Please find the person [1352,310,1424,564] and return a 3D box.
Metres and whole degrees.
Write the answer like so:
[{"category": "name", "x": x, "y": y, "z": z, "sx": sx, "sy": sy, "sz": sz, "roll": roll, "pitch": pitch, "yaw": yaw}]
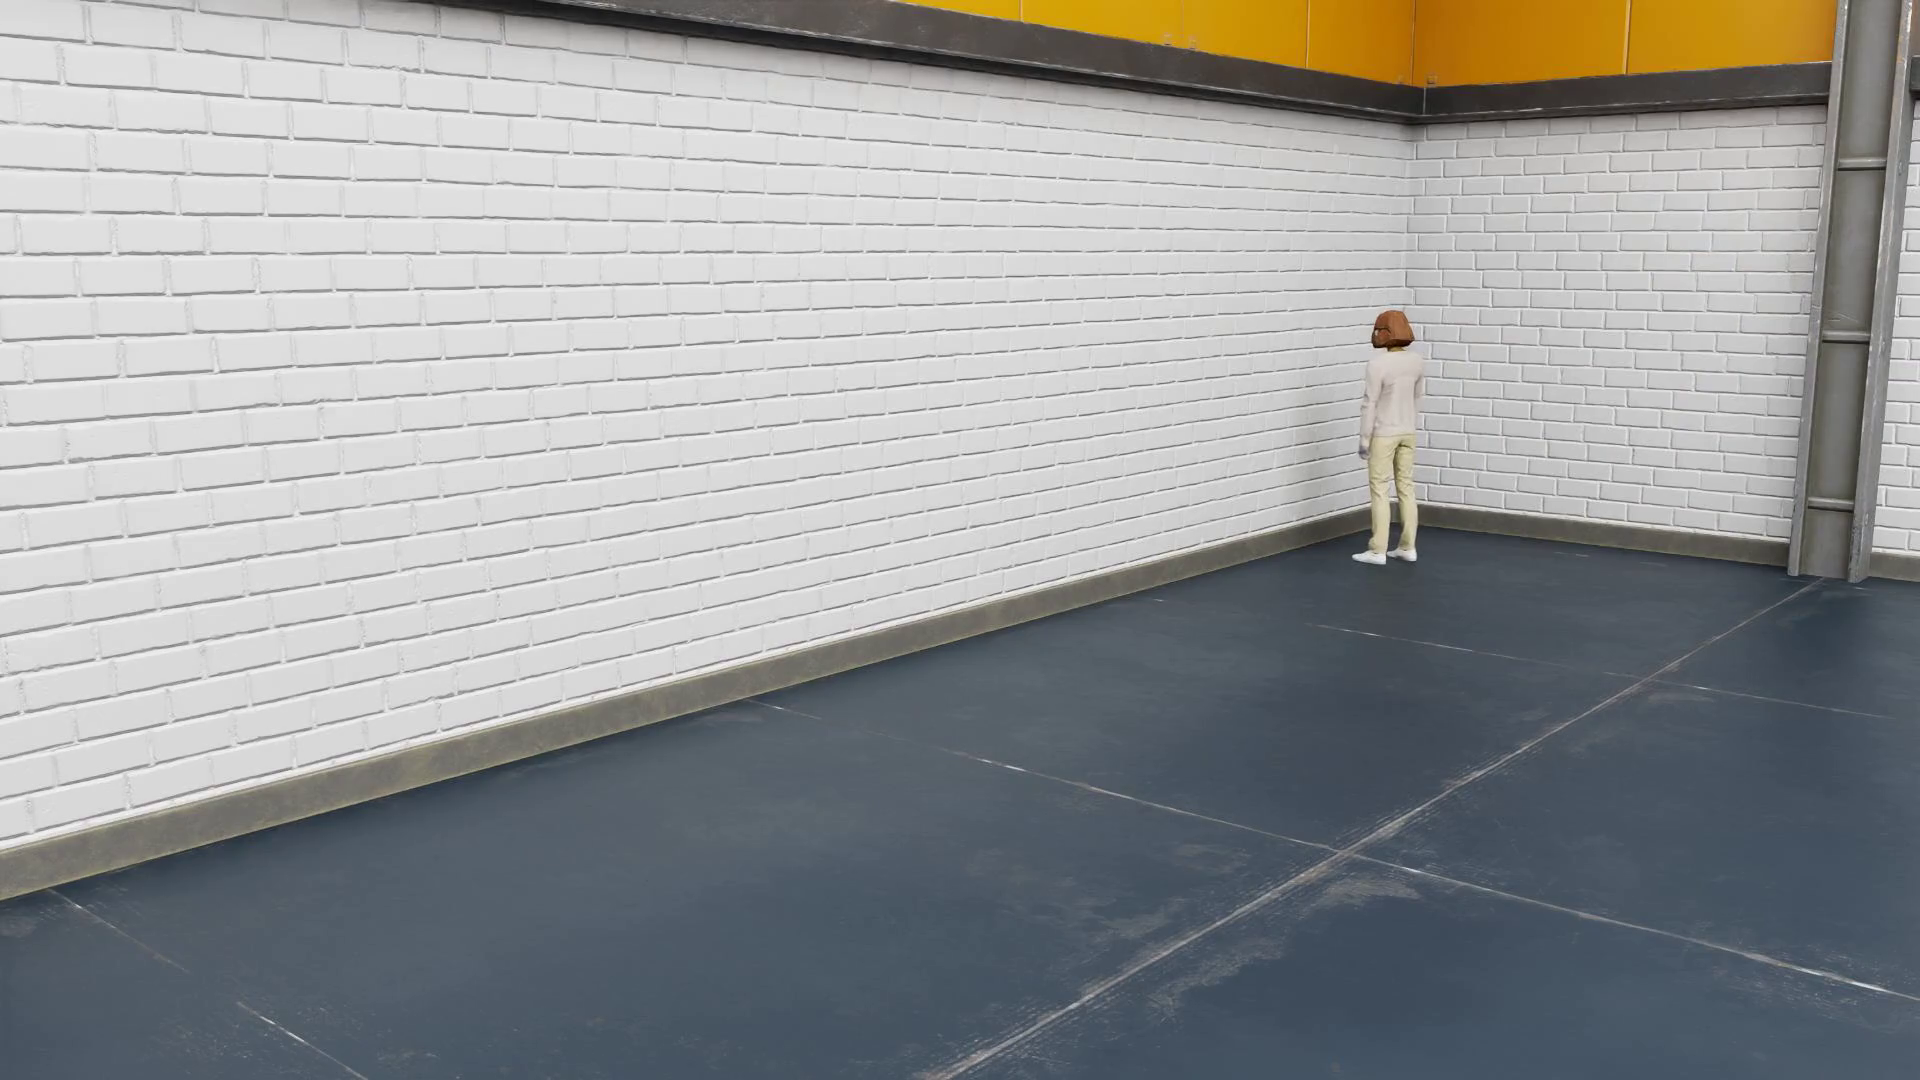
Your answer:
[{"category": "person", "x": 2.756, "y": -0.653, "z": 10.681, "sx": 0.497, "sy": 1.630, "sz": 0.275, "roll": -6, "pitch": 12, "yaw": -30}]
